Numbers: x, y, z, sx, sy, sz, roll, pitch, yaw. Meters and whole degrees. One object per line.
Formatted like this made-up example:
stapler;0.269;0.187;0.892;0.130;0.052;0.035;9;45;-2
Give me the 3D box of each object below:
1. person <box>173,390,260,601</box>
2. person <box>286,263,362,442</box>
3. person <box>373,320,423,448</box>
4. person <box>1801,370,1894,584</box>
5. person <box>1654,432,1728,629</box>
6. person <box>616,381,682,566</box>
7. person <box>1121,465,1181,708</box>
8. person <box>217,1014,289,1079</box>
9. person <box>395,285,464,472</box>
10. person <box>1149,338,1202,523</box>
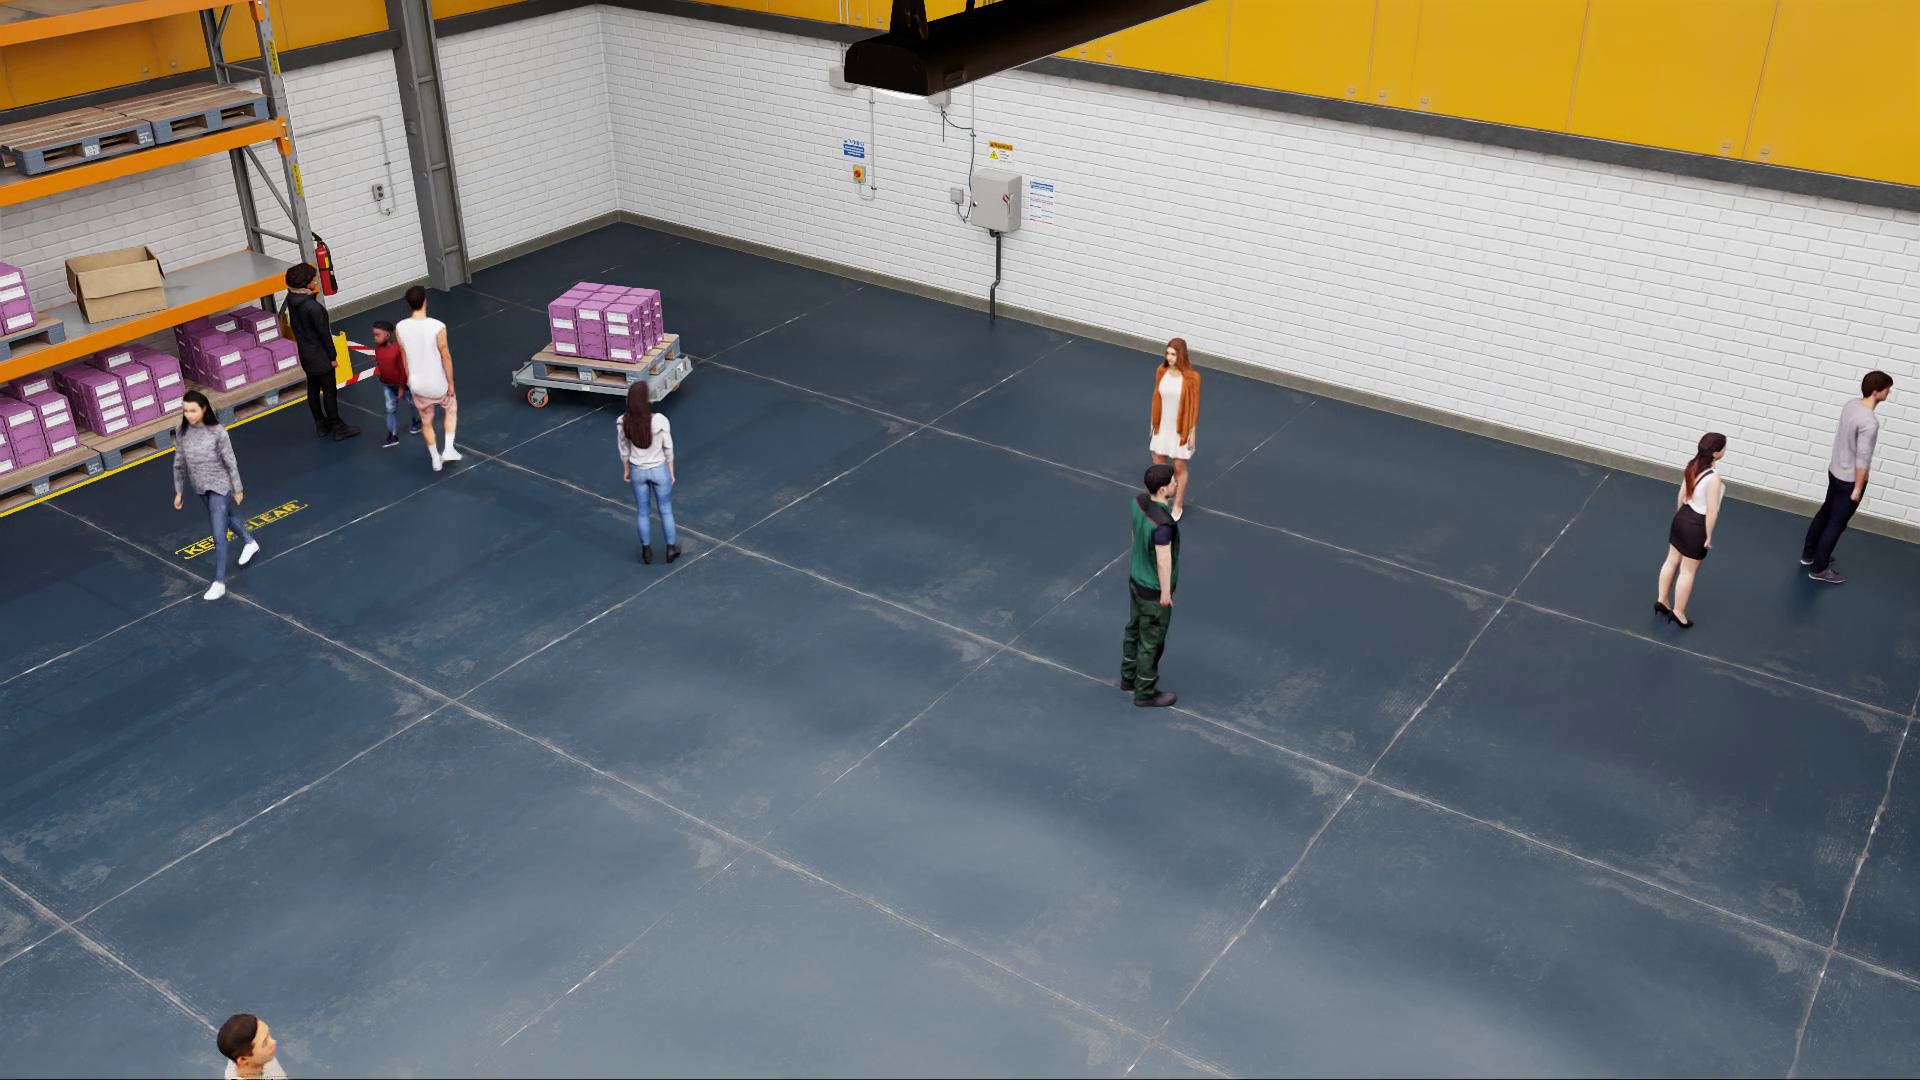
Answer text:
person;-6.098;-0.452;13.680;0.962;1.684;1.251;5;29;8
person;-6.227;-1.817;16.083;0.629;1.779;0.590;17;33;28
person;-5.450;-1.559;16.198;0.735;1.215;0.944;5;29;9
person;7.293;-0.543;13.683;0.786;1.842;0.641;4;29;7
person;5.746;-0.091;13.055;0.683;1.648;0.631;-6;29;-12
person;-2.600;-0.557;13.929;0.673;1.630;0.693;0;29;0
person;1.386;0.308;12.061;0.792;1.899;0.766;-9;30;-15
person;-3.203;2.846;7.514;0.842;1.799;0.786;-5;29;-10
person;-4.950;-1.448;15.411;0.783;1.774;0.830;-1;29;-1
person;1.912;-0.990;14.635;0.606;1.714;0.553;17;33;29
